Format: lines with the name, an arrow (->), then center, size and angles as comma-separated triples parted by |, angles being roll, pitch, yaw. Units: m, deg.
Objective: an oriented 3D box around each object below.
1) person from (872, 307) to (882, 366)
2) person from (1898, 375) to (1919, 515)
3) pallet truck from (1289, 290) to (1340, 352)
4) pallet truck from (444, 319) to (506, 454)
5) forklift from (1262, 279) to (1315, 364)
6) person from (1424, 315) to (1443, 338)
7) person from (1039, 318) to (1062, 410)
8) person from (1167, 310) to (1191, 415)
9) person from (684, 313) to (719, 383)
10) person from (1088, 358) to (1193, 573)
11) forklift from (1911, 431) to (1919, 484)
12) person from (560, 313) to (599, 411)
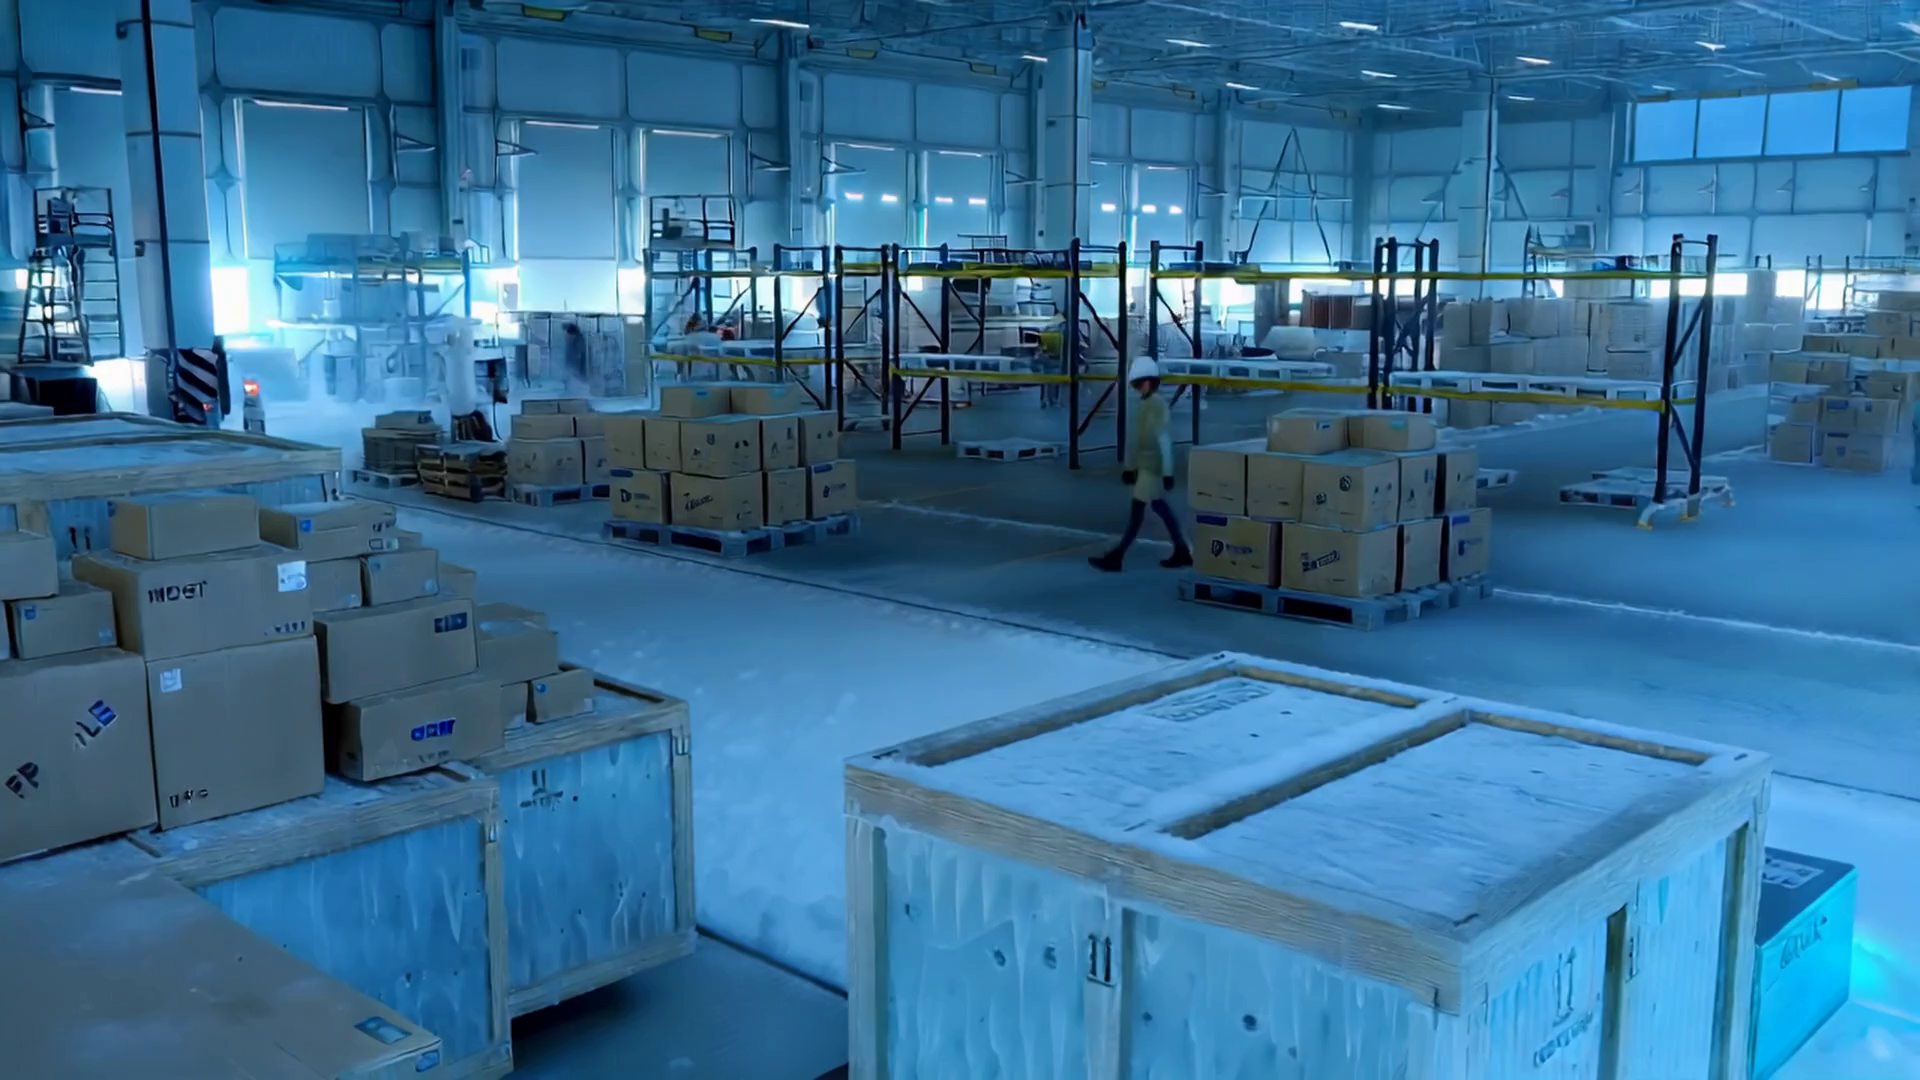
person -> -2.190, -5.402, 44.491 | 0.320, 1.632, 0.525 | -1, 9, -7
person -> 10.447, -1.166, 17.935 | 0.926, 1.824, 0.509 | -6, 11, -33
pallet truck -> 11.297, -6.951, 52.861 | 1.885, 1.965, 0.823 | -5, 11, -29
pallet truck -> -6.981, -1.942, 22.150 | 1.885, 1.965, 0.823 | 1, 9, 9
forklift -> 8.555, -6.090, 44.881 | 1.873, 2.768, 1.129 | 9, 13, 43
person -> 8.633, -3.182, 30.315 | 0.506, 1.829, 0.624 | 8, 12, 42
person -> 1.731, -3.330, 31.473 | 0.488, 1.736, 0.321 | -5, 11, -29
person -> 4.026, -3.218, 30.237 | 0.513, 1.913, 0.659 | 3, 10, 19
person -> -4.295, -2.802, 27.672 | 0.585, 1.918, 0.378 | -2, 10, -14
person -> 1.634, -0.654, 14.613 | 1.023, 1.879, 0.574 | -2, 10, -14
forklift -> 12.495, -1.964, 19.589 | 1.873, 2.768, 1.129 | 9, 13, 43
person -> -6.853, -3.062, 29.415 | 1.044, 1.872, 0.571 | -7, 11, -36
